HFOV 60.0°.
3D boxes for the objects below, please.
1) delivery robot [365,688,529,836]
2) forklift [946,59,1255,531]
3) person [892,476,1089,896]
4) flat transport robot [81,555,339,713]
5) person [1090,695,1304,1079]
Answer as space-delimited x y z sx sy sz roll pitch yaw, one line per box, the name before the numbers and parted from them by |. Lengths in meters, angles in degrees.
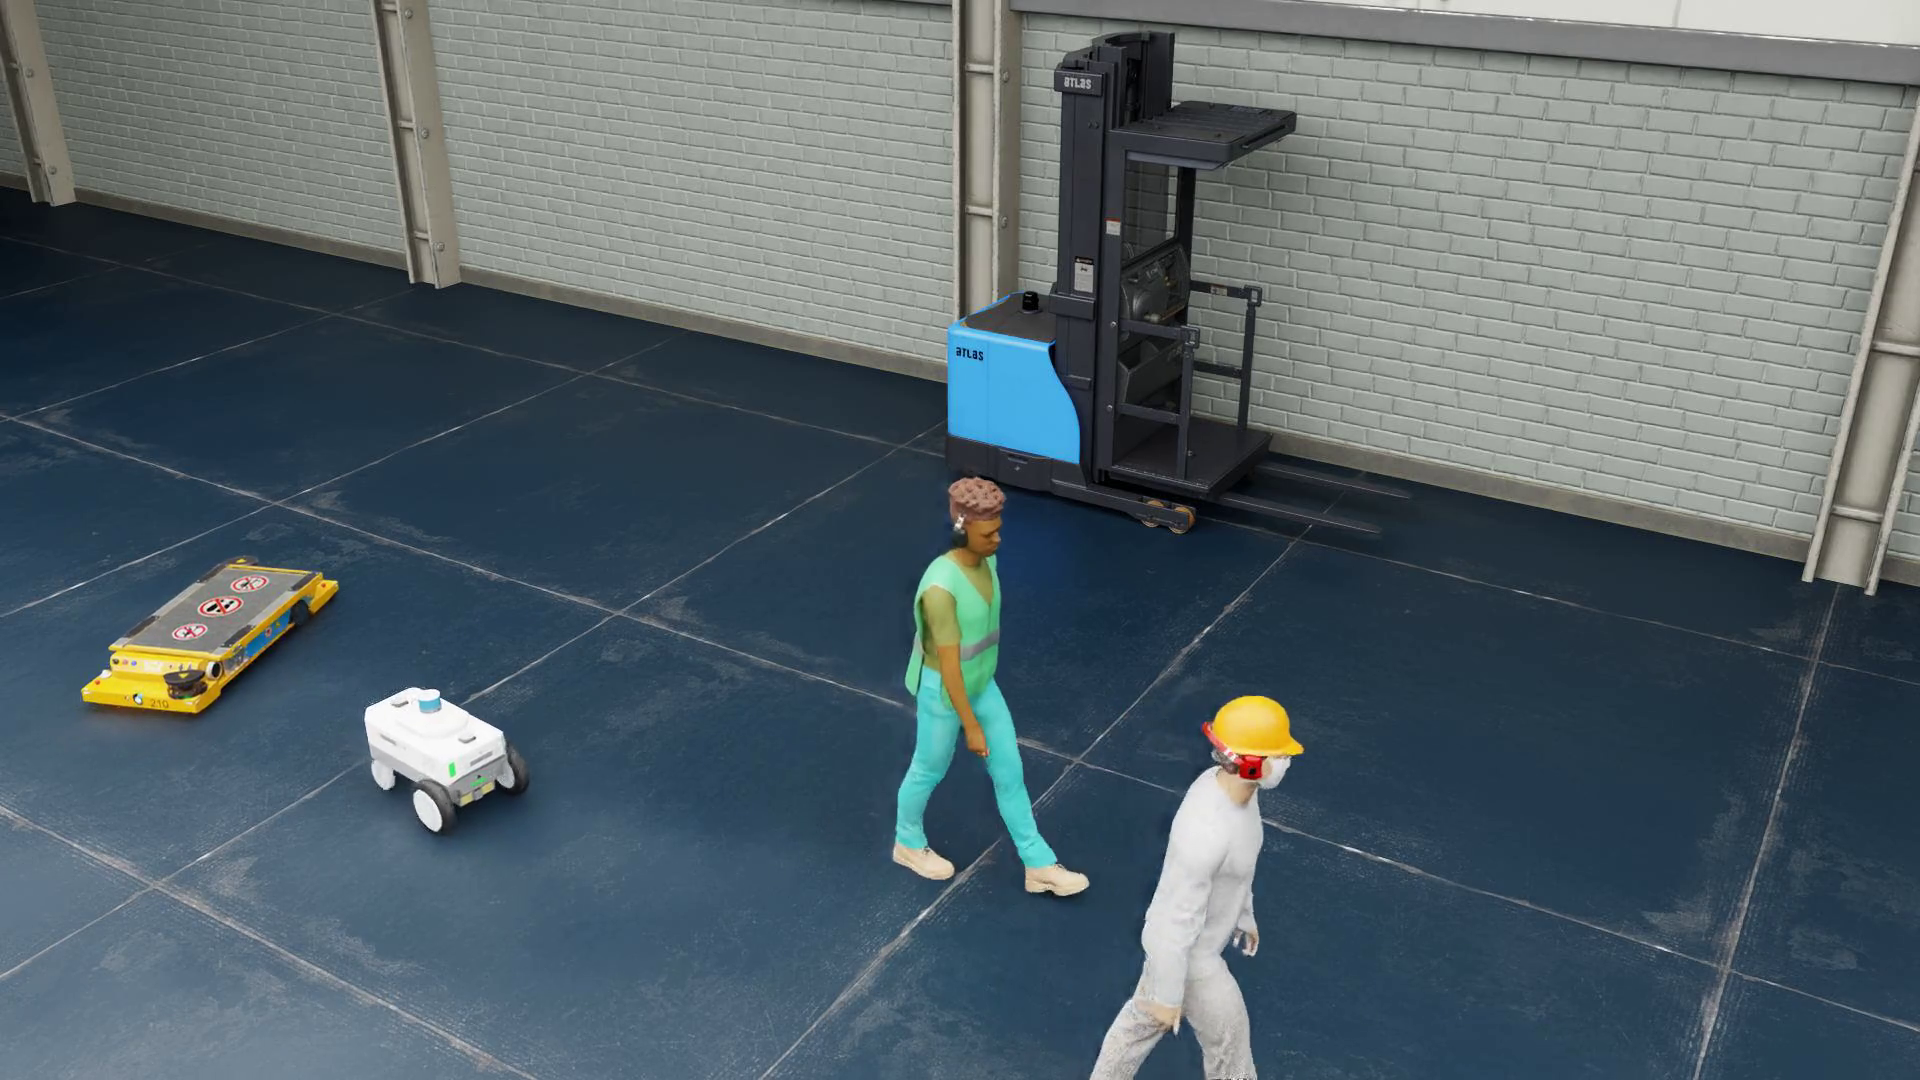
delivery robot | -2.448 0.993 7.827 0.789 0.598 0.499 18 31 34
forklift | 0.933 -1.707 10.833 1.873 2.768 1.129 15 29 28
person | 0.089 0.662 6.922 0.978 1.934 0.490 16 30 31
flat transport robot | -4.111 0.500 9.201 0.659 0.231 1.431 5 26 9
person | 0.831 1.357 5.556 0.922 1.844 0.577 6 26 13
